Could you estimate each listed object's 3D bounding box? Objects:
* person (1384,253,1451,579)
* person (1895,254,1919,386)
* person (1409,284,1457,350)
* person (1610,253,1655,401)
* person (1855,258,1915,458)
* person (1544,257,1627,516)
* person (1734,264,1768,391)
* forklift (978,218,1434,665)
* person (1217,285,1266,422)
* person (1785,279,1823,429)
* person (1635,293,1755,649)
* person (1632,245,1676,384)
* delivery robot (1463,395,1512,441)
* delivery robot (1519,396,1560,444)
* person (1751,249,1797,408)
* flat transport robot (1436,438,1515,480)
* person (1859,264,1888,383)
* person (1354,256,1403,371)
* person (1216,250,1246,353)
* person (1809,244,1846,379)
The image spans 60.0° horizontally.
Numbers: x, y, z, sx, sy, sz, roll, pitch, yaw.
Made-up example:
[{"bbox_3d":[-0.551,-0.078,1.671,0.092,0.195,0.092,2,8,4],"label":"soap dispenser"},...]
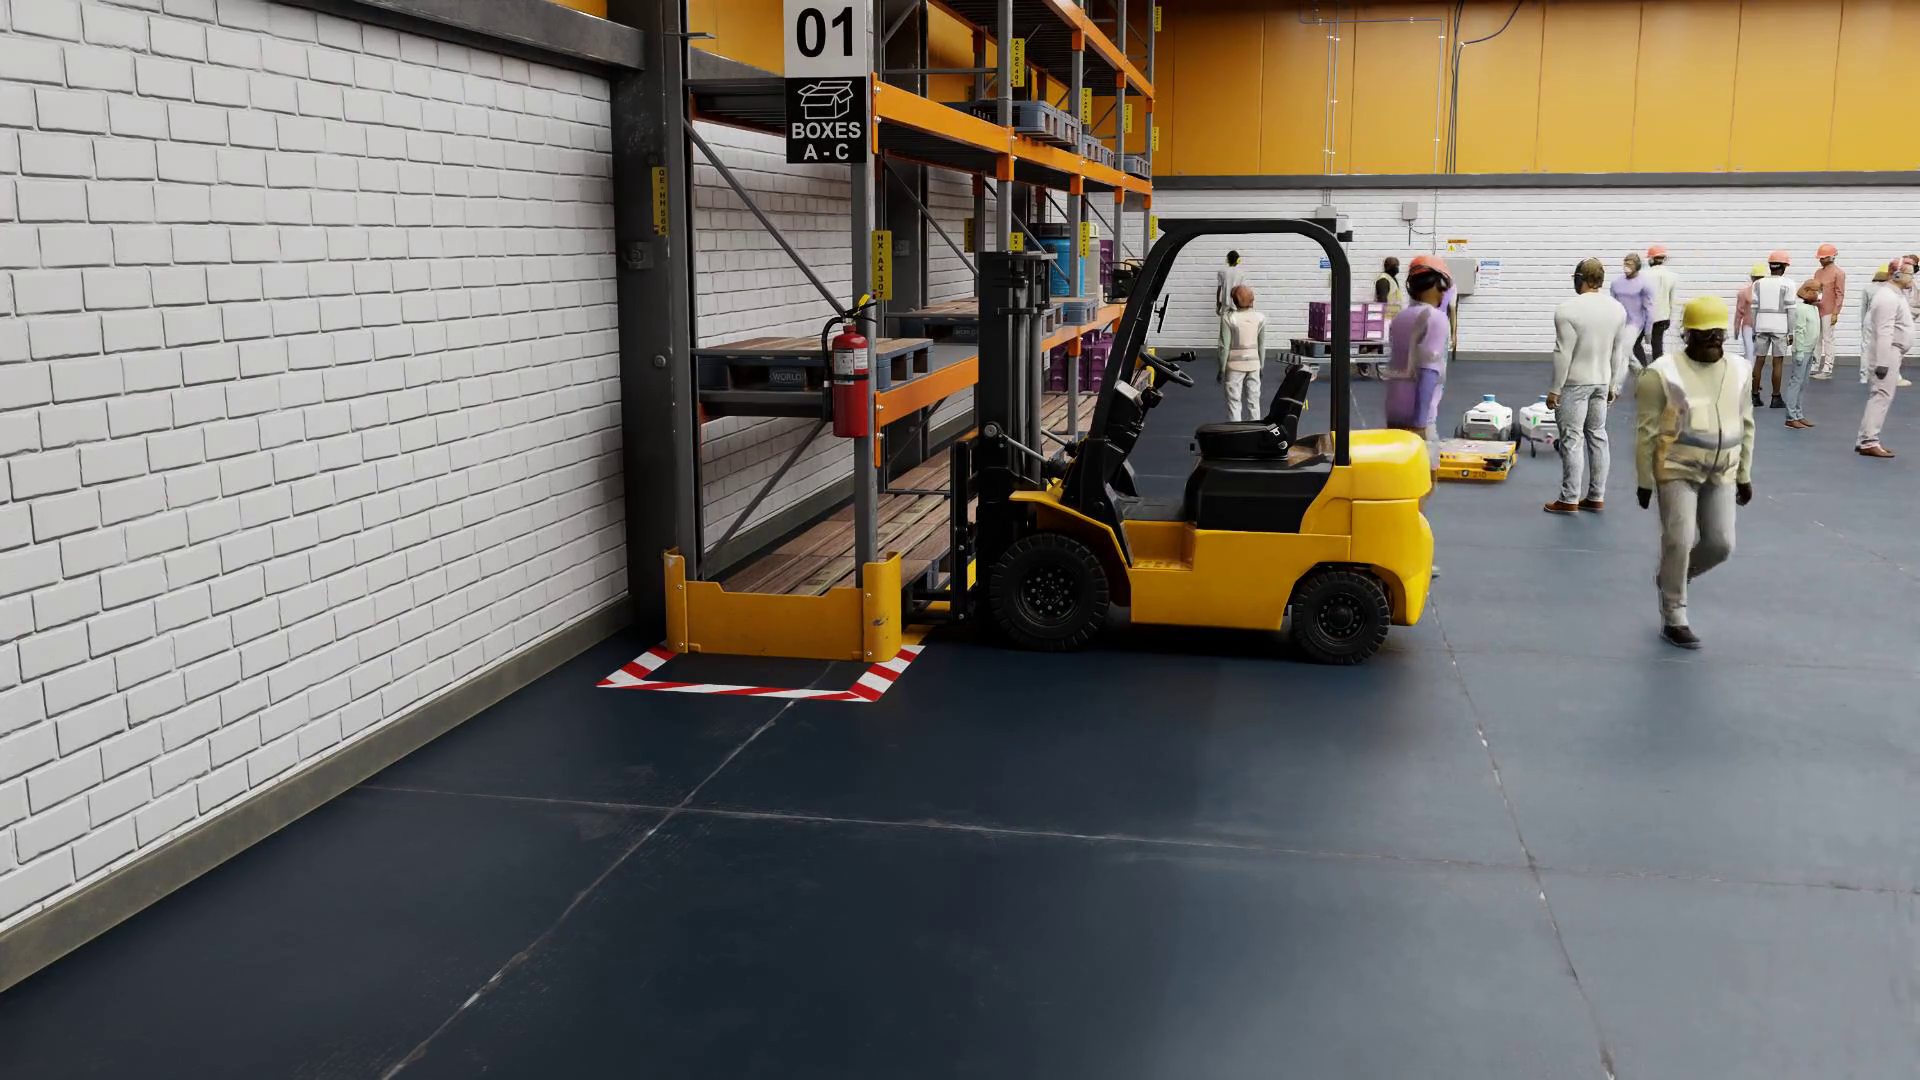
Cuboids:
[{"bbox_3d":[2.821,-0.767,10.286,0.529,1.992,0.680,-2,11,-10],"label":"person"},{"bbox_3d":[13.319,-3.098,23.476,0.430,1.845,0.619,5,11,25],"label":"person"},{"bbox_3d":[5.882,-2.584,20.764,0.594,1.792,0.949,3,11,17],"label":"person"},{"bbox_3d":[8.638,-2.741,21.383,0.984,1.902,0.632,-5,11,-24],"label":"person"},{"bbox_3d":[8.863,-1.735,15.871,0.402,1.893,0.655,5,12,26],"label":"person"},{"bbox_3d":[4.693,-1.149,12.523,0.637,1.938,0.355,-4,11,-22],"label":"person"},{"bbox_3d":[10.768,-2.851,22.469,0.530,1.717,0.922,0,10,-2],"label":"person"},{"bbox_3d":[1.285,-0.567,8.635,2.313,2.155,1.214,2,11,11],"label":"forklift"},{"bbox_3d":[2.695,-1.615,15.909,0.523,1.636,0.310,-4,11,-23],"label":"person"},{"bbox_3d":[9.279,-2.043,18.260,0.288,1.634,0.499,9,14,42],"label":"person"},{"bbox_3d":[3.751,-0.367,8.576,0.603,1.814,0.536,-1,10,-7],"label":"person"},{"bbox_3d":[9.694,-3.137,23.311,0.659,1.974,0.488,-3,11,-14],"label":"person"},{"bbox_3d":[5.134,-1.168,16.165,0.477,0.478,0.707,6,12,28],"label":"delivery robot"},{"bbox_3d":[5.635,-1.149,16.063,0.477,0.478,0.707,2,10,8],"label":"delivery robot"},{"bbox_3d":[9.971,-2.584,20.398,0.358,1.937,0.544,-9,13,-39],"label":"person"},{"bbox_3d":[4.564,-0.730,14.804,0.652,0.197,1.431,4,11,21],"label":"flat transport robot"},{"bbox_3d":[13.184,-3.102,23.871,0.509,1.685,0.874,10,14,42],"label":"person"},{"bbox_3d":[6.408,-3.396,25.231,0.824,1.806,0.647,6,12,28],"label":"person"},{"bbox_3d":[4.596,-3.981,28.257,0.503,1.864,0.327,3,11,18],"label":"person"},{"bbox_3d":[12.758,-3.371,24.579,0.392,1.986,0.610,-2,11,-11],"label":"person"}]
